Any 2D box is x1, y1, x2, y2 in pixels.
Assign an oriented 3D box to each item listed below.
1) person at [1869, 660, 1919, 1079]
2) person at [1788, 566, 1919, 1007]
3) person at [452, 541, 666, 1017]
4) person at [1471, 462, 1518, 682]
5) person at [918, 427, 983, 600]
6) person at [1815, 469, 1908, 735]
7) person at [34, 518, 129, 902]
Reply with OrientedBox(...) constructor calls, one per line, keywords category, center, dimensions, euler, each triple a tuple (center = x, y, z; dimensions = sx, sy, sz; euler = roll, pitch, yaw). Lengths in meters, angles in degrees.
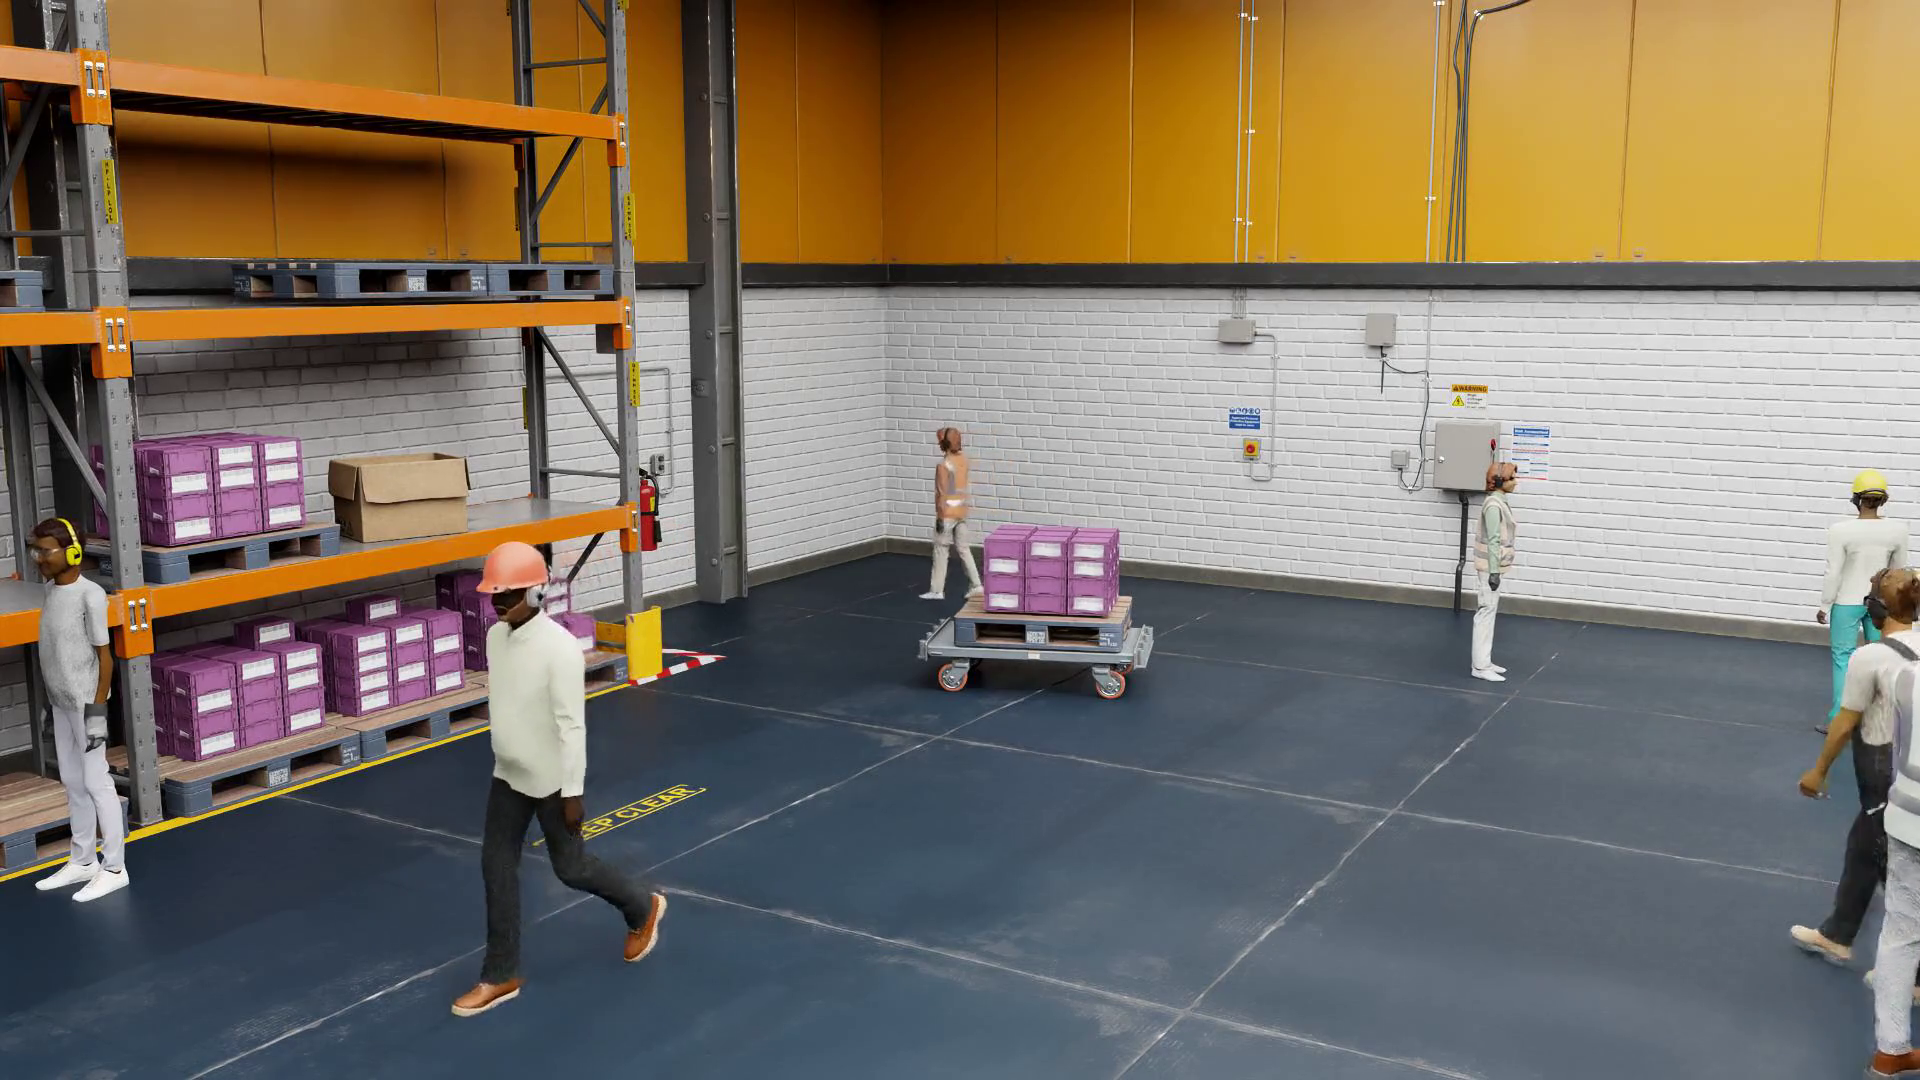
OrientedBox(category="person", center=(3.776, 1.088, 6.237), dimensions=(0.801, 1.910, 0.625), euler=(-5, 11, -31))
OrientedBox(category="person", center=(3.855, 1.003, 7.072), dimensions=(0.494, 1.803, 0.833), euler=(-4, 10, -26))
OrientedBox(category="person", center=(-1.696, 0.949, 6.982), dimensions=(0.621, 1.961, 0.917), euler=(7, 12, 39))
OrientedBox(category="person", center=(4.000, 0.227, 12.455), dimensions=(0.312, 1.639, 0.520), euler=(3, 10, 20))
OrientedBox(category="person", center=(-0.075, -0.233, 15.434), dimensions=(0.490, 1.651, 0.520), euler=(5, 11, 30))
OrientedBox(category="person", center=(5.867, 0.421, 10.851), dimensions=(0.534, 1.767, 0.318), euler=(0, 9, 0))
OrientedBox(category="person", center=(-4.313, 0.812, 8.085), dimensions=(0.512, 1.873, 0.328), euler=(6, 11, 32))
